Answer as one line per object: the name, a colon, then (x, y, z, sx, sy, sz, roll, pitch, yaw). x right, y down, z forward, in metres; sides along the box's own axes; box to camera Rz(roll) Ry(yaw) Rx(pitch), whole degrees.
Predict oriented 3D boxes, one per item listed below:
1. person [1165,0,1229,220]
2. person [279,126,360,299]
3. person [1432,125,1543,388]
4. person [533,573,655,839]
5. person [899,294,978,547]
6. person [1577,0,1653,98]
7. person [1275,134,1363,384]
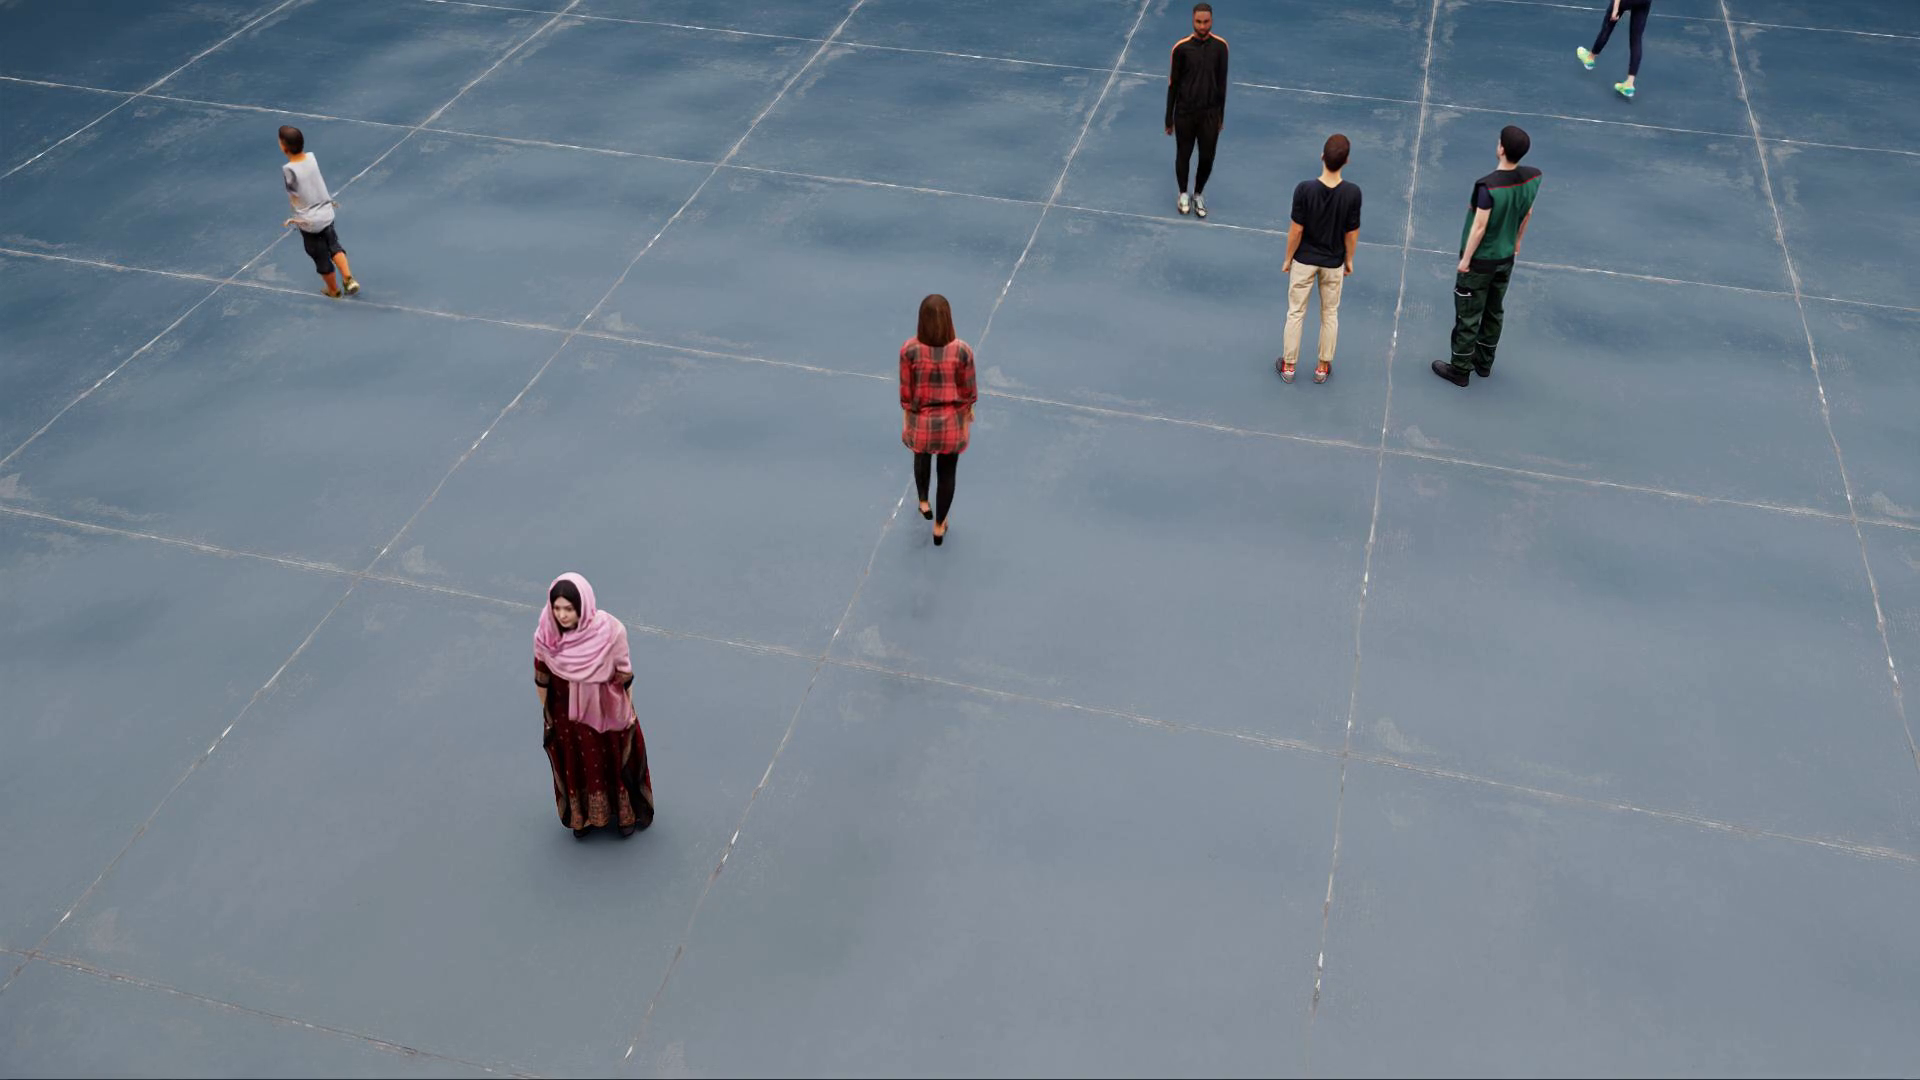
person: (1.927, -3.541, 13.628, 0.739, 1.792, 0.771, 0, 38, 0)
person: (-4.840, -2.481, 12.553, 0.774, 1.449, 0.701, 25, 45, 29)
person: (3.667, -1.967, 11.528, 0.753, 1.900, 0.815, -20, 42, -24)
person: (-1.825, 0.815, 8.185, 0.730, 1.638, 0.708, -2, 38, -2)
person: (-0.141, -0.676, 10.048, 0.643, 1.690, 0.662, 5, 38, 7)
person: (6.354, -4.991, 15.598, 0.988, 1.648, 1.255, -8, 39, -10)
person: (2.488, -1.926, 11.510, 0.669, 1.859, 0.586, 3, 38, 3)
